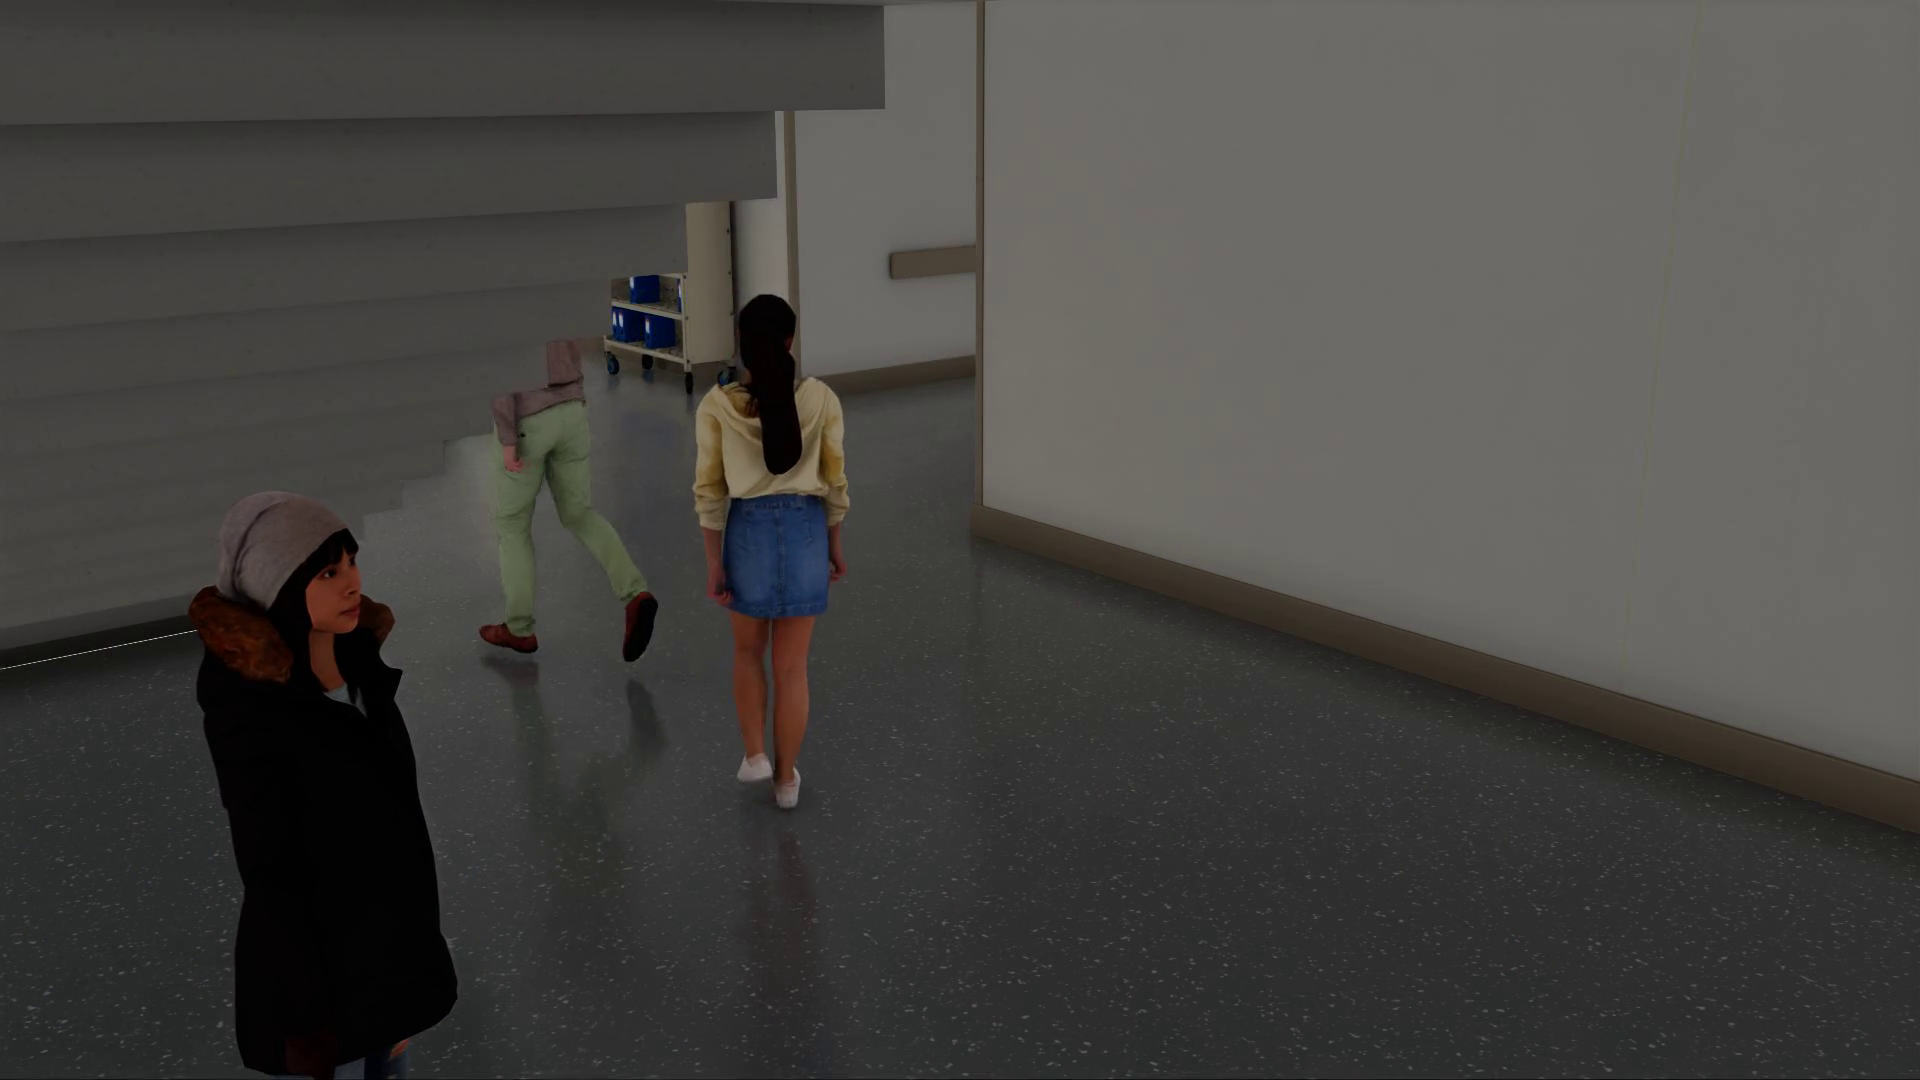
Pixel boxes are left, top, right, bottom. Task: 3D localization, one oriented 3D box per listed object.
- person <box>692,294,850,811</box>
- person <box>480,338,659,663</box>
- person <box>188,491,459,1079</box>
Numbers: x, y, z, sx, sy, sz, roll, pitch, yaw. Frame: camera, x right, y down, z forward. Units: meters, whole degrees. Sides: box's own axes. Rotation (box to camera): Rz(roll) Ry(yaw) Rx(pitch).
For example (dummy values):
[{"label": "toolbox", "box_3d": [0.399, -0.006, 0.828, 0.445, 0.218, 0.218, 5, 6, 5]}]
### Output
[{"label": "person", "box_3d": [-0.561, 0.079, 5.108, 0.736, 1.619, 0.757, -2, 16, -9]}, {"label": "person", "box_3d": [-1.543, -0.405, 6.397, 1.153, 1.850, 0.807, 12, 19, 36]}, {"label": "person", "box_3d": [-1.070, 0.705, 2.859, 0.808, 1.634, 0.748, 1, 16, 5]}]
